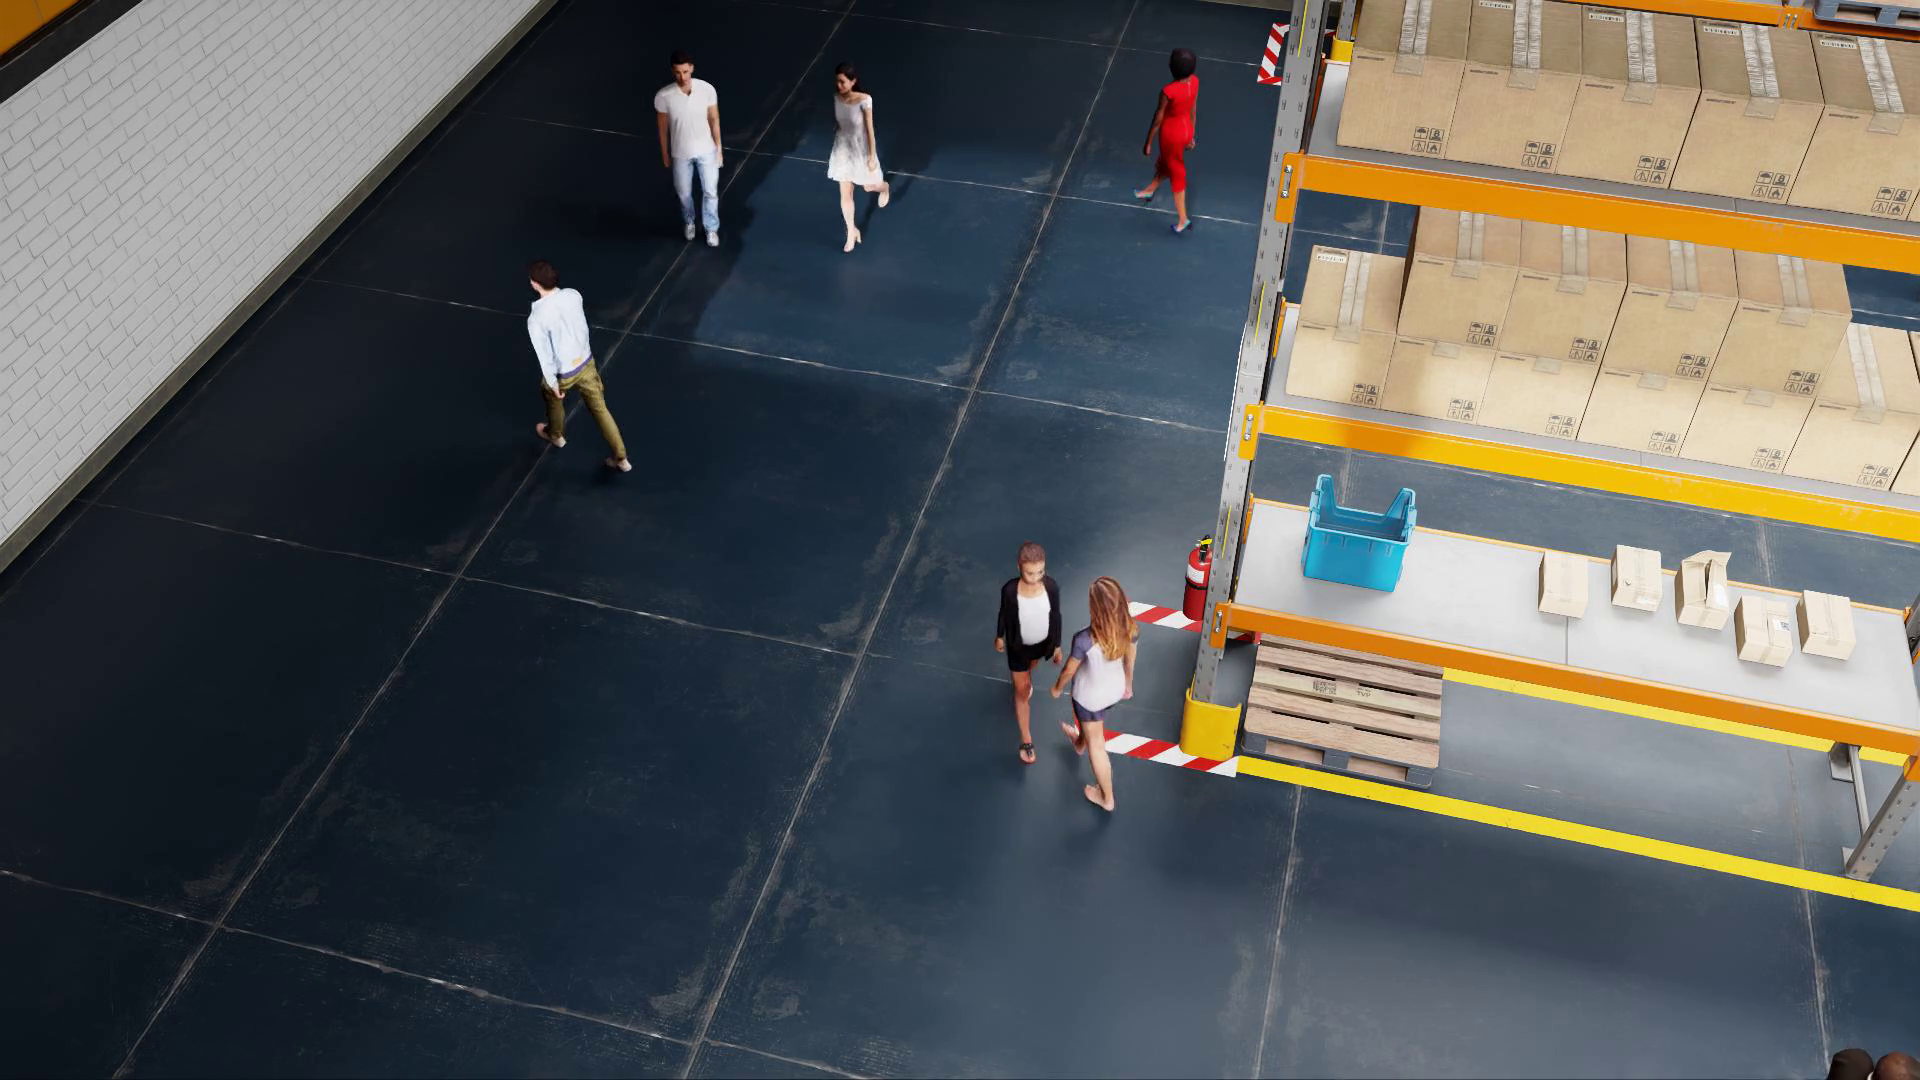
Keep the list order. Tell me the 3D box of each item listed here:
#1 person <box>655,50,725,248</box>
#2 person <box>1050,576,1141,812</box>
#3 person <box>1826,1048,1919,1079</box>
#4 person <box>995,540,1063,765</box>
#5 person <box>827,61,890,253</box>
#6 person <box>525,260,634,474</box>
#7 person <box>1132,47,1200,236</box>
[{"bbox_3d":[-2.301,-3.407,14.330,0.769,1.845,0.870,-11,45,-11],"label":"person"},{"bbox_3d":[0.842,0.949,9.865,0.941,1.698,1.020,-26,49,-25],"label":"person"},{"bbox_3d":[3.901,2.858,7.736,1.325,1.870,0.852,3,44,3],"label":"person"},{"bbox_3d":[0.427,0.560,10.404,1.065,1.517,0.905,-6,44,-7],"label":"person"},{"bbox_3d":[-0.855,-3.342,14.331,1.019,1.751,0.824,26,49,24],"label":"person"},{"bbox_3d":[-2.775,-1.219,12.090,1.303,1.767,1.028,30,51,28],"label":"person"},{"bbox_3d":[1.929,-3.407,14.427,0.938,1.713,1.103,-33,52,-29],"label":"person"}]
